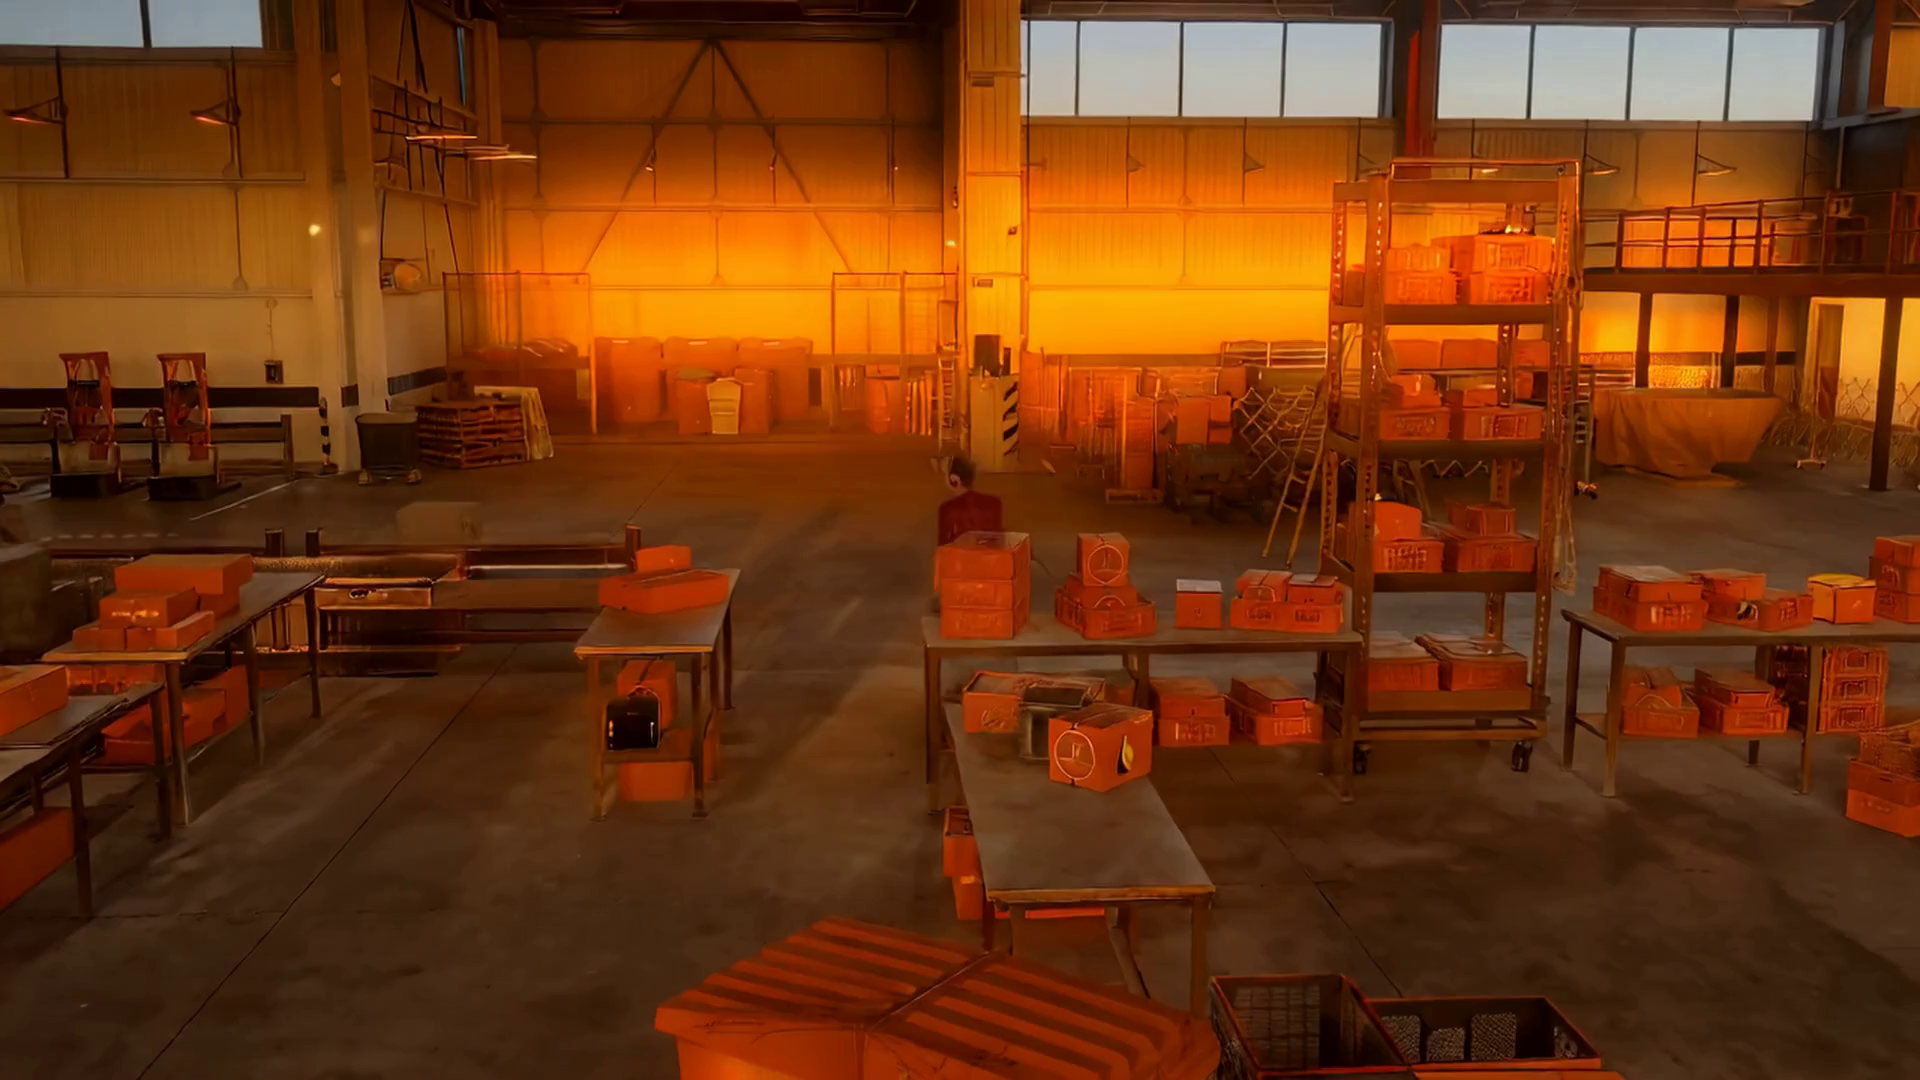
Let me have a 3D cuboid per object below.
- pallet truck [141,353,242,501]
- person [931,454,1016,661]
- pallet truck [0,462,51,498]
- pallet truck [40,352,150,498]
[{"bbox_3d":[-10.520,-1.604,22.925,0.823,1.965,1.885,-1,9,-6],"label":"pallet truck"},{"bbox_3d":[0.092,0.324,11.357,0.537,1.824,0.820,-6,11,-32],"label":"person"},{"bbox_3d":[-13.193,-1.293,23.148,0.653,1.274,1.630,-1,9,-4],"label":"pallet truck"},{"bbox_3d":[-11.907,-1.642,23.165,0.823,1.965,1.885,0,9,0],"label":"pallet truck"}]
